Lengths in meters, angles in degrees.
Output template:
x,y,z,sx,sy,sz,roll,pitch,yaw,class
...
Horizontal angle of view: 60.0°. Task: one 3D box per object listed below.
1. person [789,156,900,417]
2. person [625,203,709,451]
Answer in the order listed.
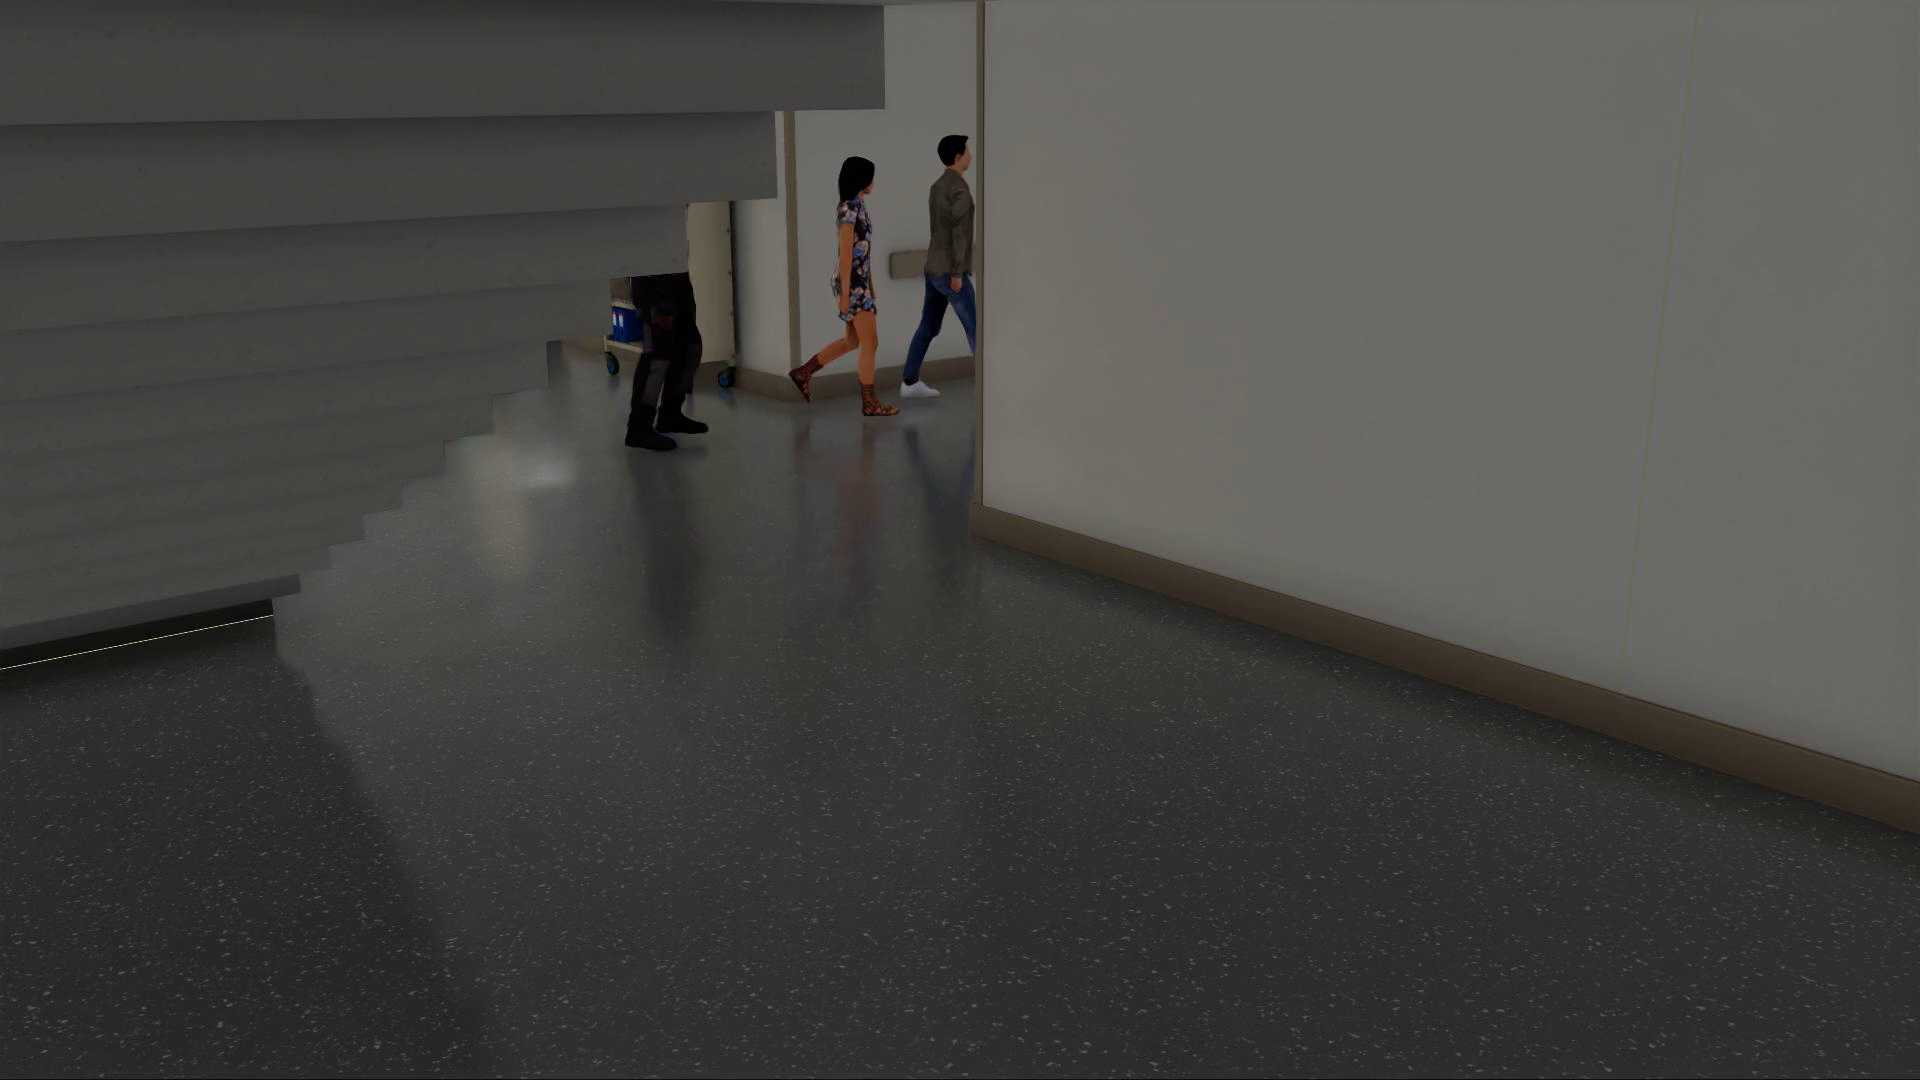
x,y,z,sx,sy,sz,roll,pitch,yaw,class
-0.795,-1.688,11.197,1.057,1.715,1.006,2,16,6,person
-1.917,-1.491,10.366,0.946,1.787,0.874,2,16,8,person
